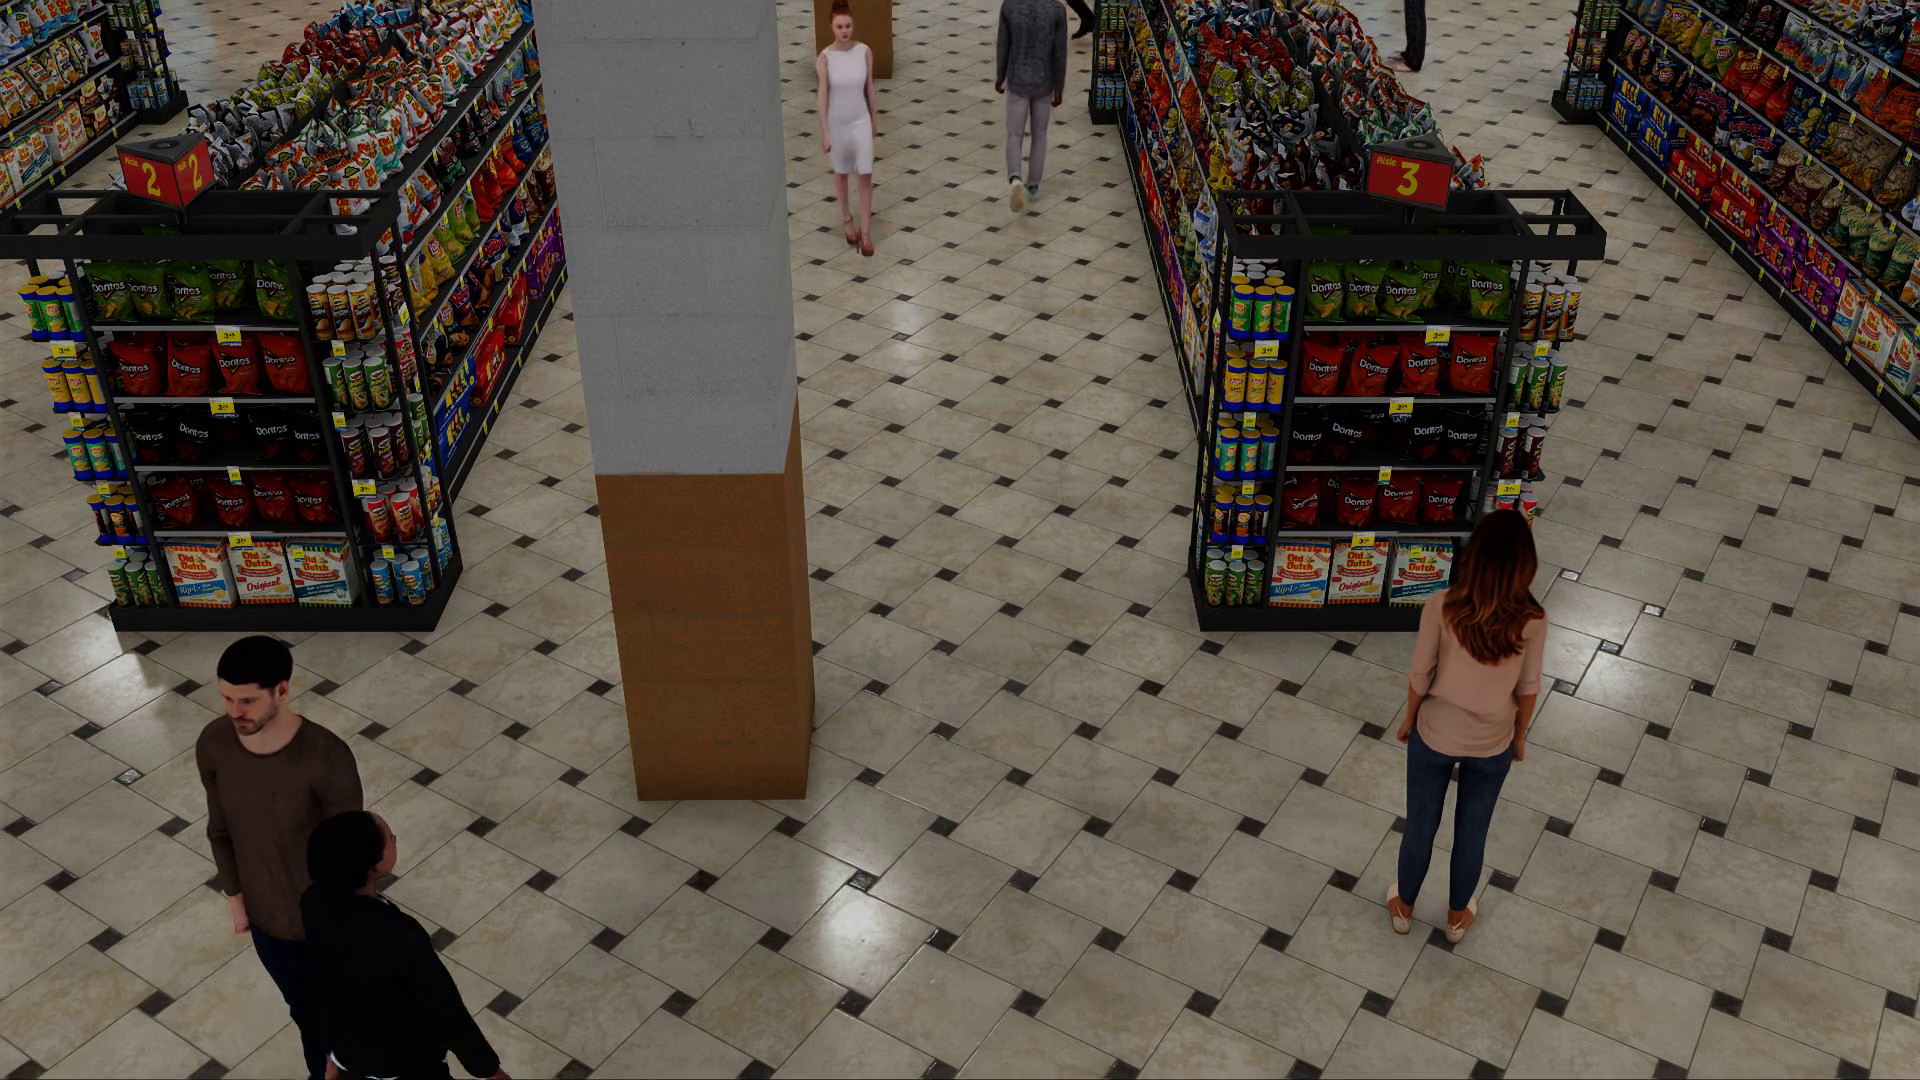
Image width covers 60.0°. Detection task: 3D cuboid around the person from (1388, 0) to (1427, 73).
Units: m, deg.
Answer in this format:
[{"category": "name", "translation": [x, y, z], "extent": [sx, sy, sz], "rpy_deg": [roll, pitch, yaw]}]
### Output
[{"category": "person", "translation": [4.254, -5.318, 15.399], "extent": [0.751, 1.871, 0.520], "rpy_deg": [4, 32, 7]}]

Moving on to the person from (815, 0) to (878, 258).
[{"category": "person", "translation": [-0.796, -2.890, 11.588], "extent": [0.709, 1.775, 0.854], "rpy_deg": [-10, 33, -15]}]

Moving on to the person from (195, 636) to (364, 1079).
[{"category": "person", "translation": [-1.998, 1.083, 5.096], "extent": [0.675, 1.889, 0.608], "rpy_deg": [4, 32, 6]}]

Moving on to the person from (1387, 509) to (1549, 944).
[{"category": "person", "translation": [1.761, 0.685, 5.826], "extent": [0.647, 1.792, 0.608], "rpy_deg": [8, 33, 13]}]

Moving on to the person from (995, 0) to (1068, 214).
[{"category": "person", "translation": [0.500, -3.310, 12.224], "extent": [0.727, 1.816, 1.009], "rpy_deg": [3, 32, 4]}]

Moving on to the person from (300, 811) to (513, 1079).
[{"category": "person", "translation": [-1.566, 1.532, 4.480], "extent": [1.037, 1.777, 1.227], "rpy_deg": [19, 37, 27]}]
